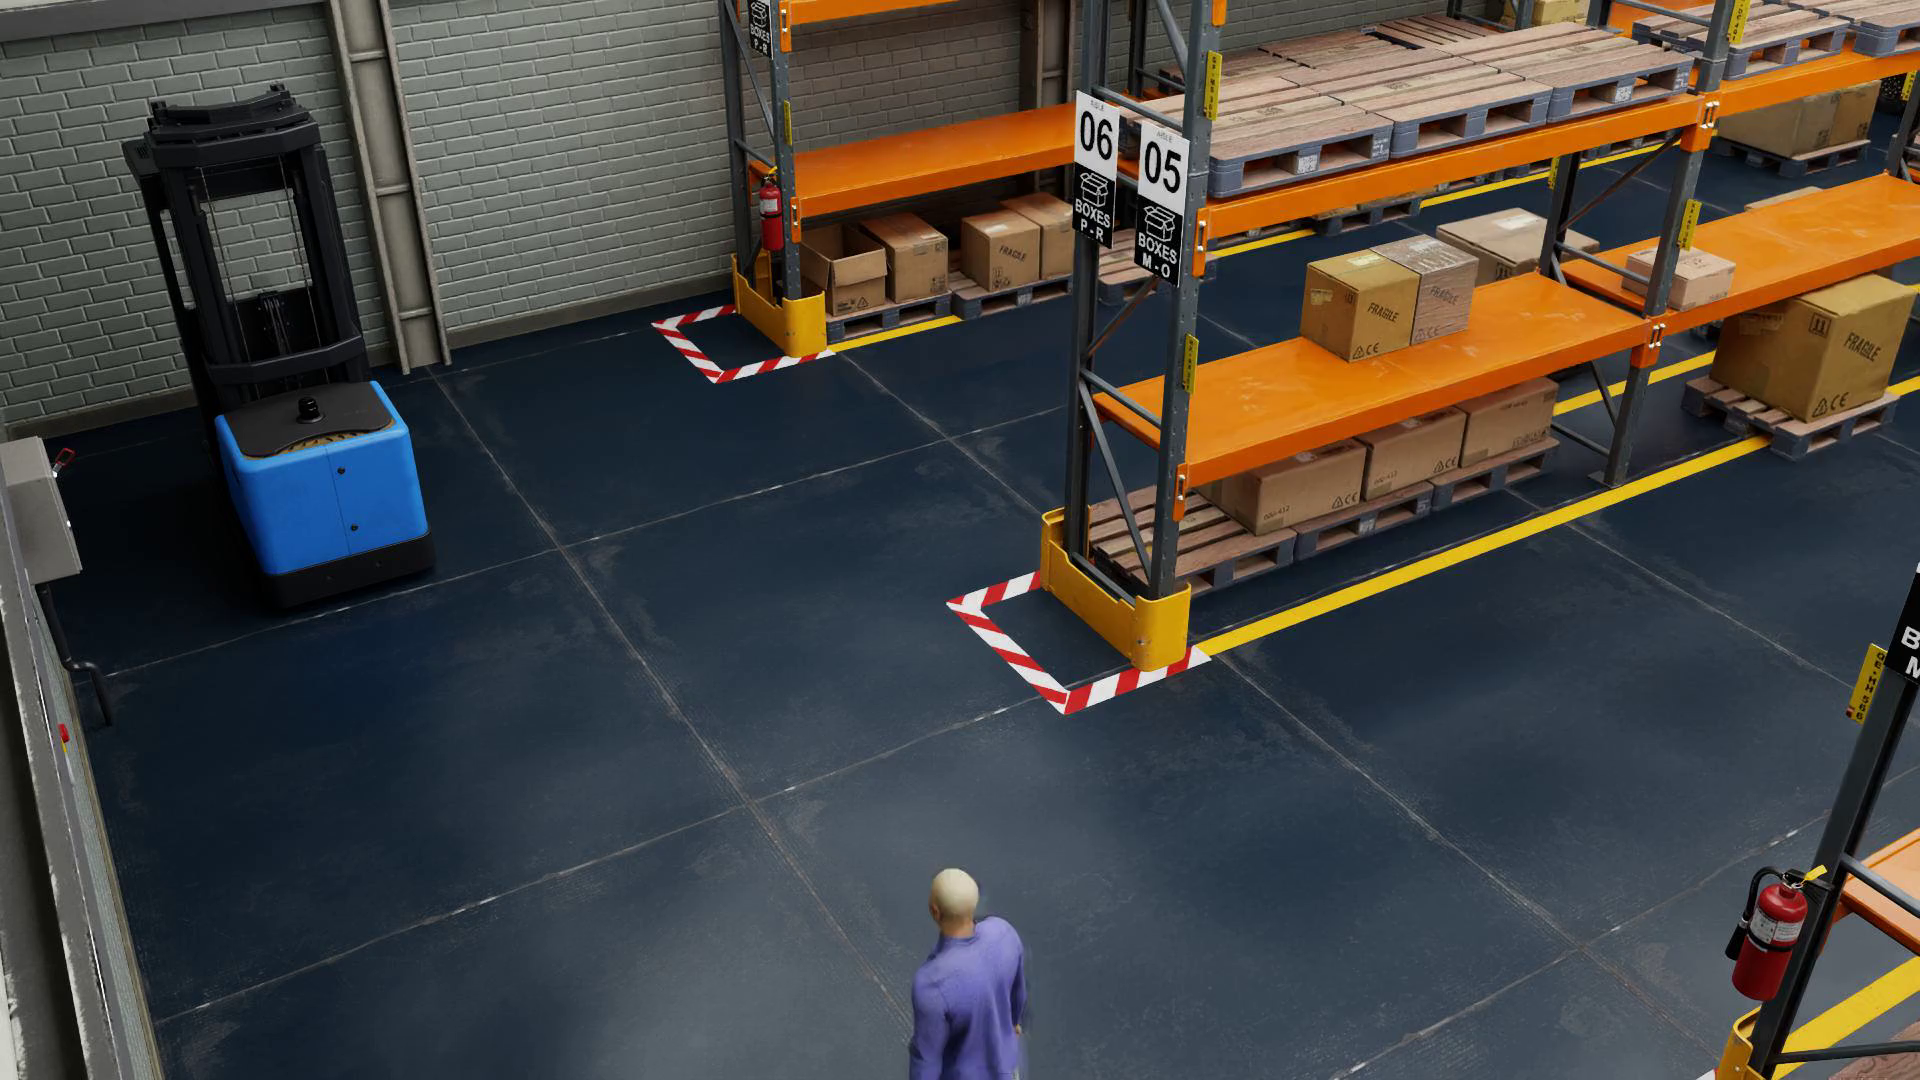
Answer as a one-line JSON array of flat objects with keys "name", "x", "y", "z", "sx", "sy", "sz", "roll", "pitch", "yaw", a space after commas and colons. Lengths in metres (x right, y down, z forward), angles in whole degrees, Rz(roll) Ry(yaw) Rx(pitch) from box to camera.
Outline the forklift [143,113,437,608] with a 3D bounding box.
[{"name": "forklift", "x": -4.289, "y": -1.259, "z": 10.509, "sx": 1.129, "sy": 2.768, "sz": 1.873, "roll": -17, "pitch": 36, "yaw": -26}]

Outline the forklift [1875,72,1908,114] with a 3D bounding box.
[{"name": "forklift", "x": 11.468, "y": -5.645, "z": 18.244, "sx": 1.214, "sy": 2.155, "sz": 2.313, "roll": -17, "pitch": 36, "yaw": -26}]

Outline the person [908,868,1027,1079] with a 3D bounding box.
[{"name": "person", "x": 0.068, "y": 2.012, "z": 6.285, "sx": 0.647, "sy": 1.752, "sz": 0.924, "roll": -25, "pitch": 39, "yaw": -34}]
